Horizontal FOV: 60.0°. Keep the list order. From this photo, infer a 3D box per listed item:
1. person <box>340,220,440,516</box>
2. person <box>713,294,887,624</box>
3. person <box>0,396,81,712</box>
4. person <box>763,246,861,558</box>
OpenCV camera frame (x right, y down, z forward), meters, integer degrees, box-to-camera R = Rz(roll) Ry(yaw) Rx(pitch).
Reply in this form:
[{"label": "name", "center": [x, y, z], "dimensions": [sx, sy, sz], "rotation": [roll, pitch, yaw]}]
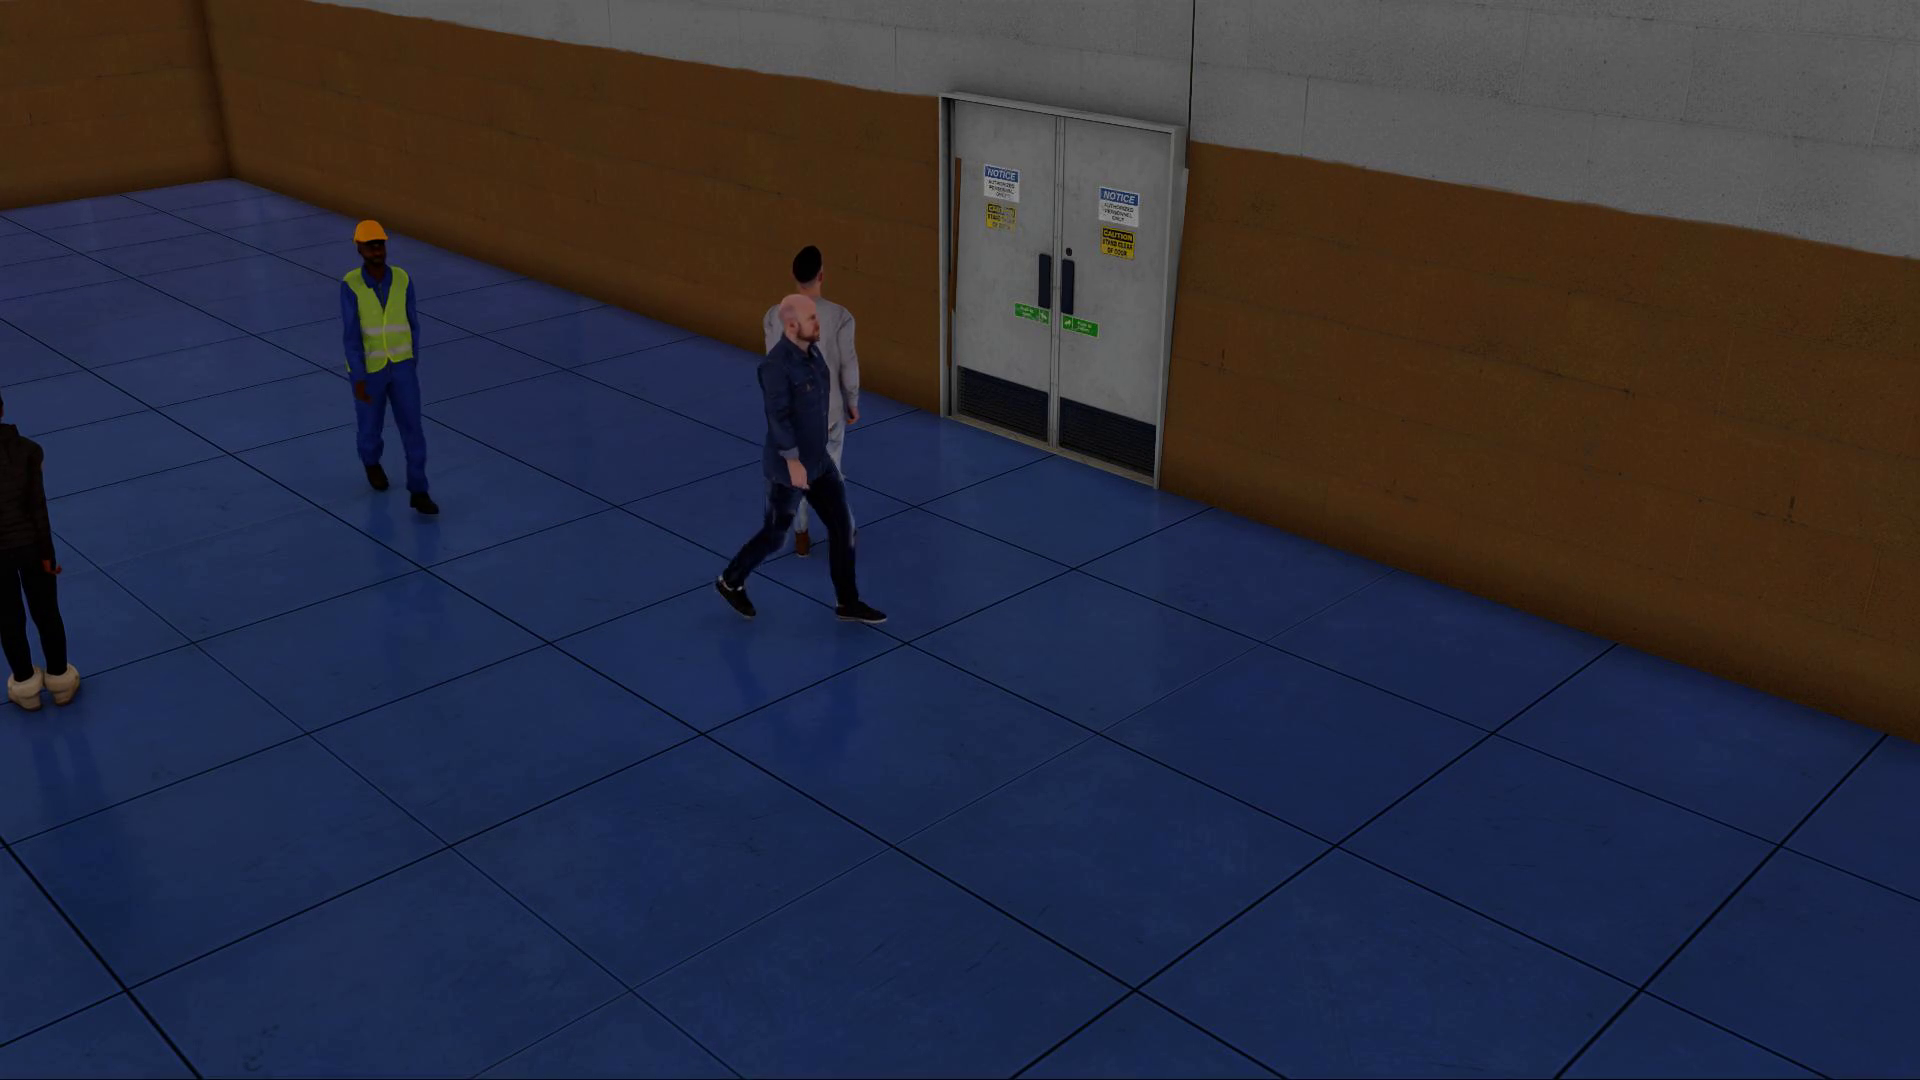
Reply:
[{"label": "person", "center": [-3.587, -1.076, 10.249], "dimensions": [1.140, 1.794, 0.832], "rotation": [-16, 28, -32]}, {"label": "person", "center": [-0.910, -0.365, 8.632], "dimensions": [1.067, 1.788, 1.215], "rotation": [10, 25, 21]}, {"label": "person", "center": [-4.461, 0.051, 7.840], "dimensions": [0.670, 1.659, 0.605], "rotation": [9, 25, 19]}, {"label": "person", "center": [-0.840, -0.781, 9.518], "dimensions": [0.761, 1.839, 0.790], "rotation": [2, 24, 6]}]
